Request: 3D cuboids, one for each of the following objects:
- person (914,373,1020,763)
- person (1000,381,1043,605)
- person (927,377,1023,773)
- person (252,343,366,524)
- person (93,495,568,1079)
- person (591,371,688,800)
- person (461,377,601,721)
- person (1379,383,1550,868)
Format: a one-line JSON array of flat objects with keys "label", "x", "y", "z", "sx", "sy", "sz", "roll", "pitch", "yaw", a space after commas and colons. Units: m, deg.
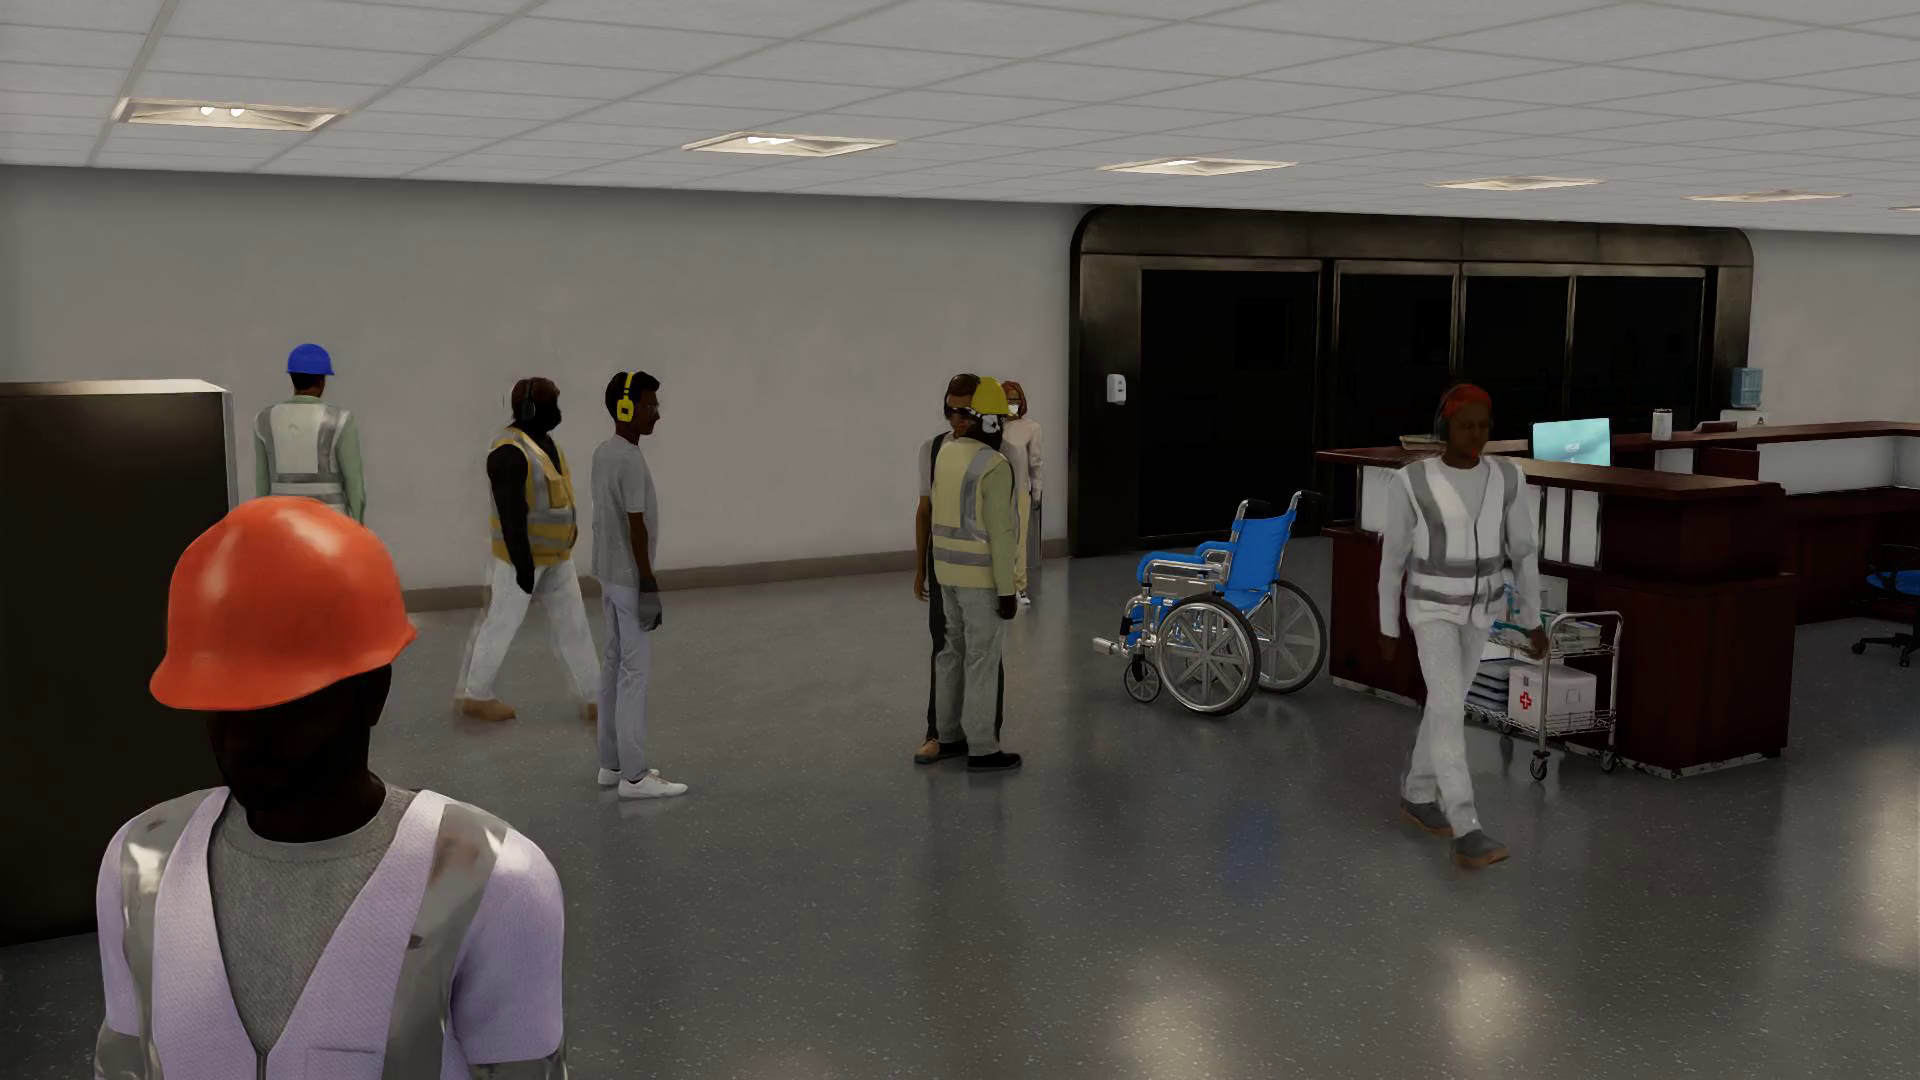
[{"label": "person", "x": 0.027, "y": 0.143, "z": 7.764, "sx": 0.504, "sy": 1.840, "sz": 0.345, "roll": 2, "pitch": 8, "yaw": 17}, {"label": "person", "x": 0.346, "y": -0.333, "z": 11.998, "sx": 0.504, "sy": 1.627, "sz": 0.285, "roll": -1, "pitch": 8, "yaw": -6}, {"label": "person", "x": 0.078, "y": 0.159, "z": 7.725, "sx": 0.403, "sy": 1.824, "sz": 0.598, "roll": -5, "pitch": 9, "yaw": -33}, {"label": "person", "x": -3.644, "y": -0.131, "z": 9.366, "sx": 0.614, "sy": 1.946, "sz": 0.395, "roll": 0, "pitch": 8, "yaw": 4}, {"label": "person", "x": -0.707, "y": 0.911, "z": 1.859, "sx": 0.544, "sy": 1.938, "sz": 0.356, "roll": 1, "pitch": 8, "yaw": 5}, {"label": "person", "x": -1.443, "y": 0.197, "z": 7.298, "sx": 0.335, "sy": 1.864, "sz": 0.521, "roll": -4, "pitch": 9, "yaw": -29}, {"label": "person", "x": -2.178, "y": 0.064, "z": 8.535, "sx": 0.942, "sy": 1.797, "sz": 0.652, "roll": 2, "pitch": 8, "yaw": 12}, {"label": "person", "x": 1.986, "y": 0.325, "z": 6.461, "sx": 0.578, "sy": 1.838, "sz": 0.948, "roll": -2, "pitch": 8, "yaw": -17}]
